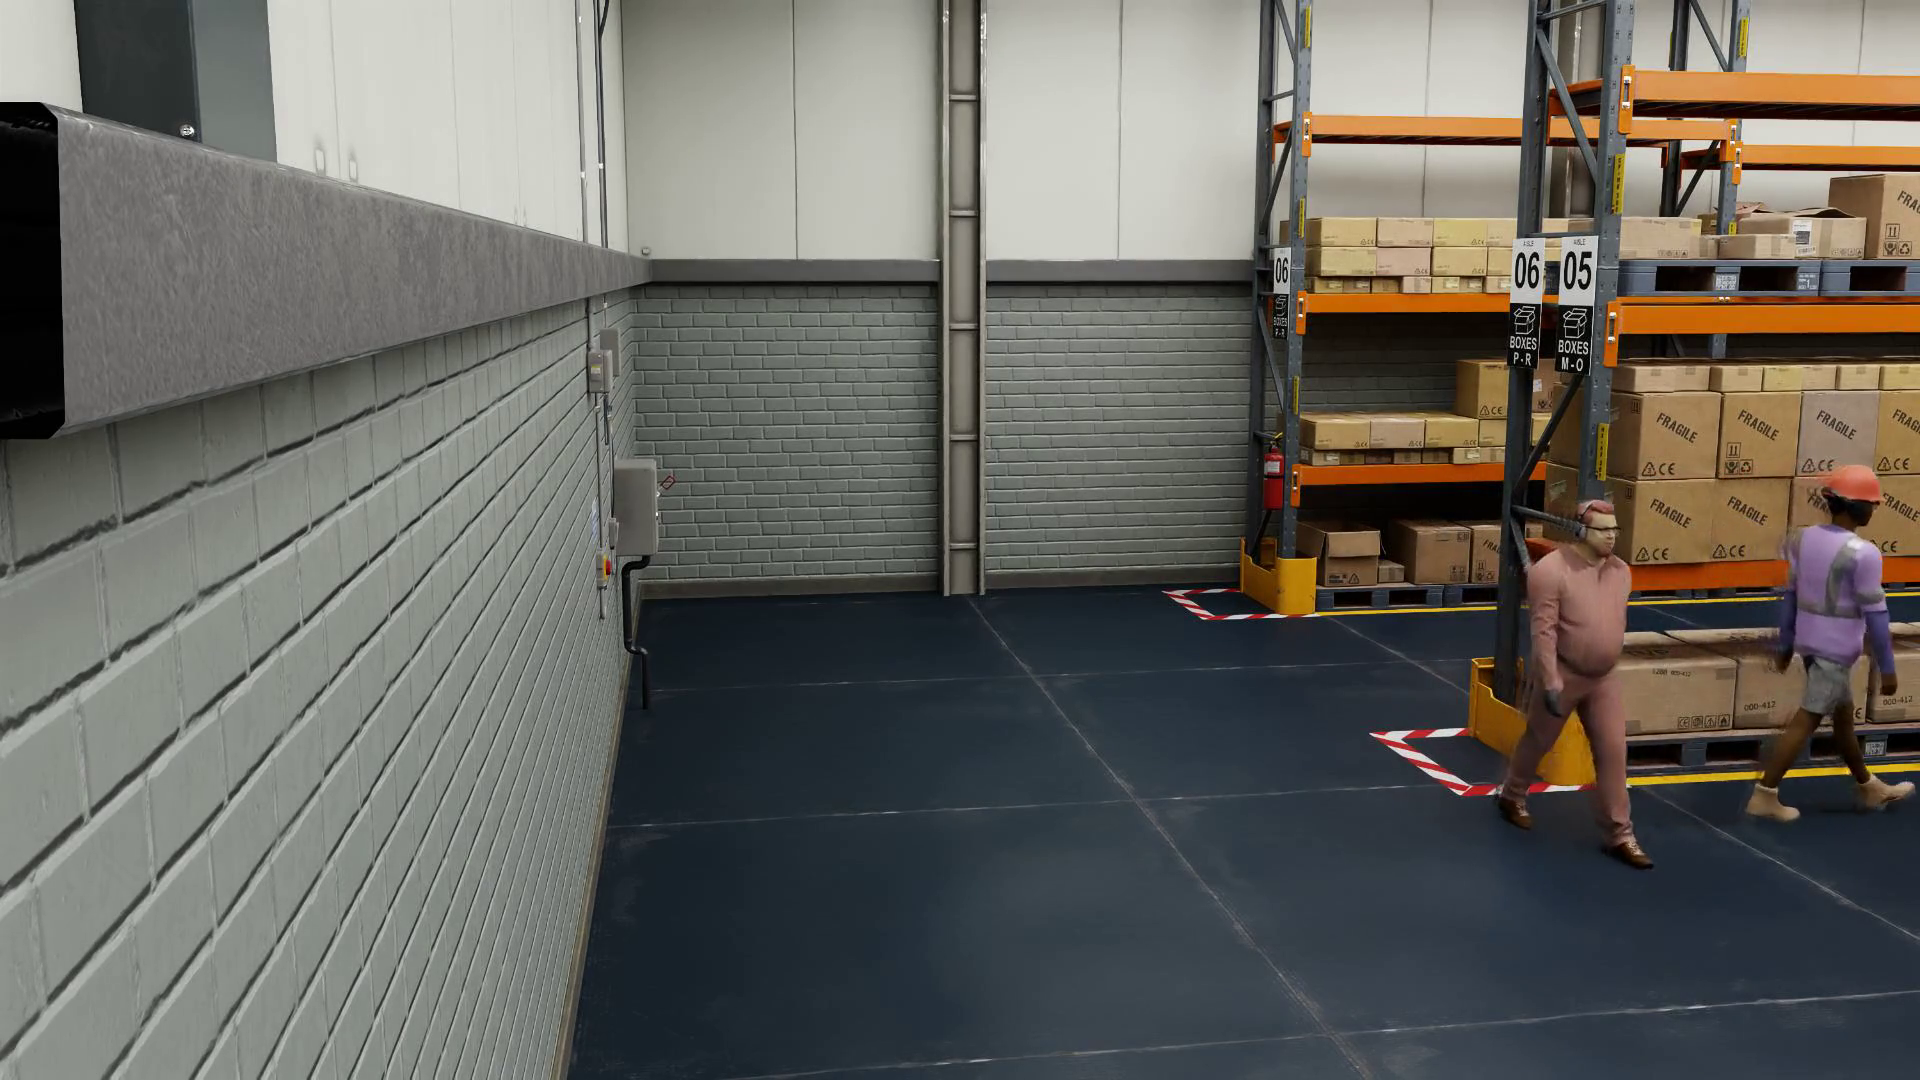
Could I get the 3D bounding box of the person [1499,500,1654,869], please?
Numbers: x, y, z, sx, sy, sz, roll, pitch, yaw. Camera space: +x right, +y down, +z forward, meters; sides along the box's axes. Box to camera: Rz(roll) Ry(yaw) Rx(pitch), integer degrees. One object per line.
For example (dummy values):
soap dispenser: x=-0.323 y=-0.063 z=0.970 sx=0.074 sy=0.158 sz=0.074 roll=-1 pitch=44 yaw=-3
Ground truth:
person: x=3.236 y=0.703 z=8.746 sx=0.642 sy=1.862 sz=1.009 roll=-2 pitch=10 yaw=-14

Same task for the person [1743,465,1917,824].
person: x=4.813 y=0.583 z=9.076 sx=1.067 sy=1.983 sz=0.636 roll=-1 pitch=9 yaw=-7
